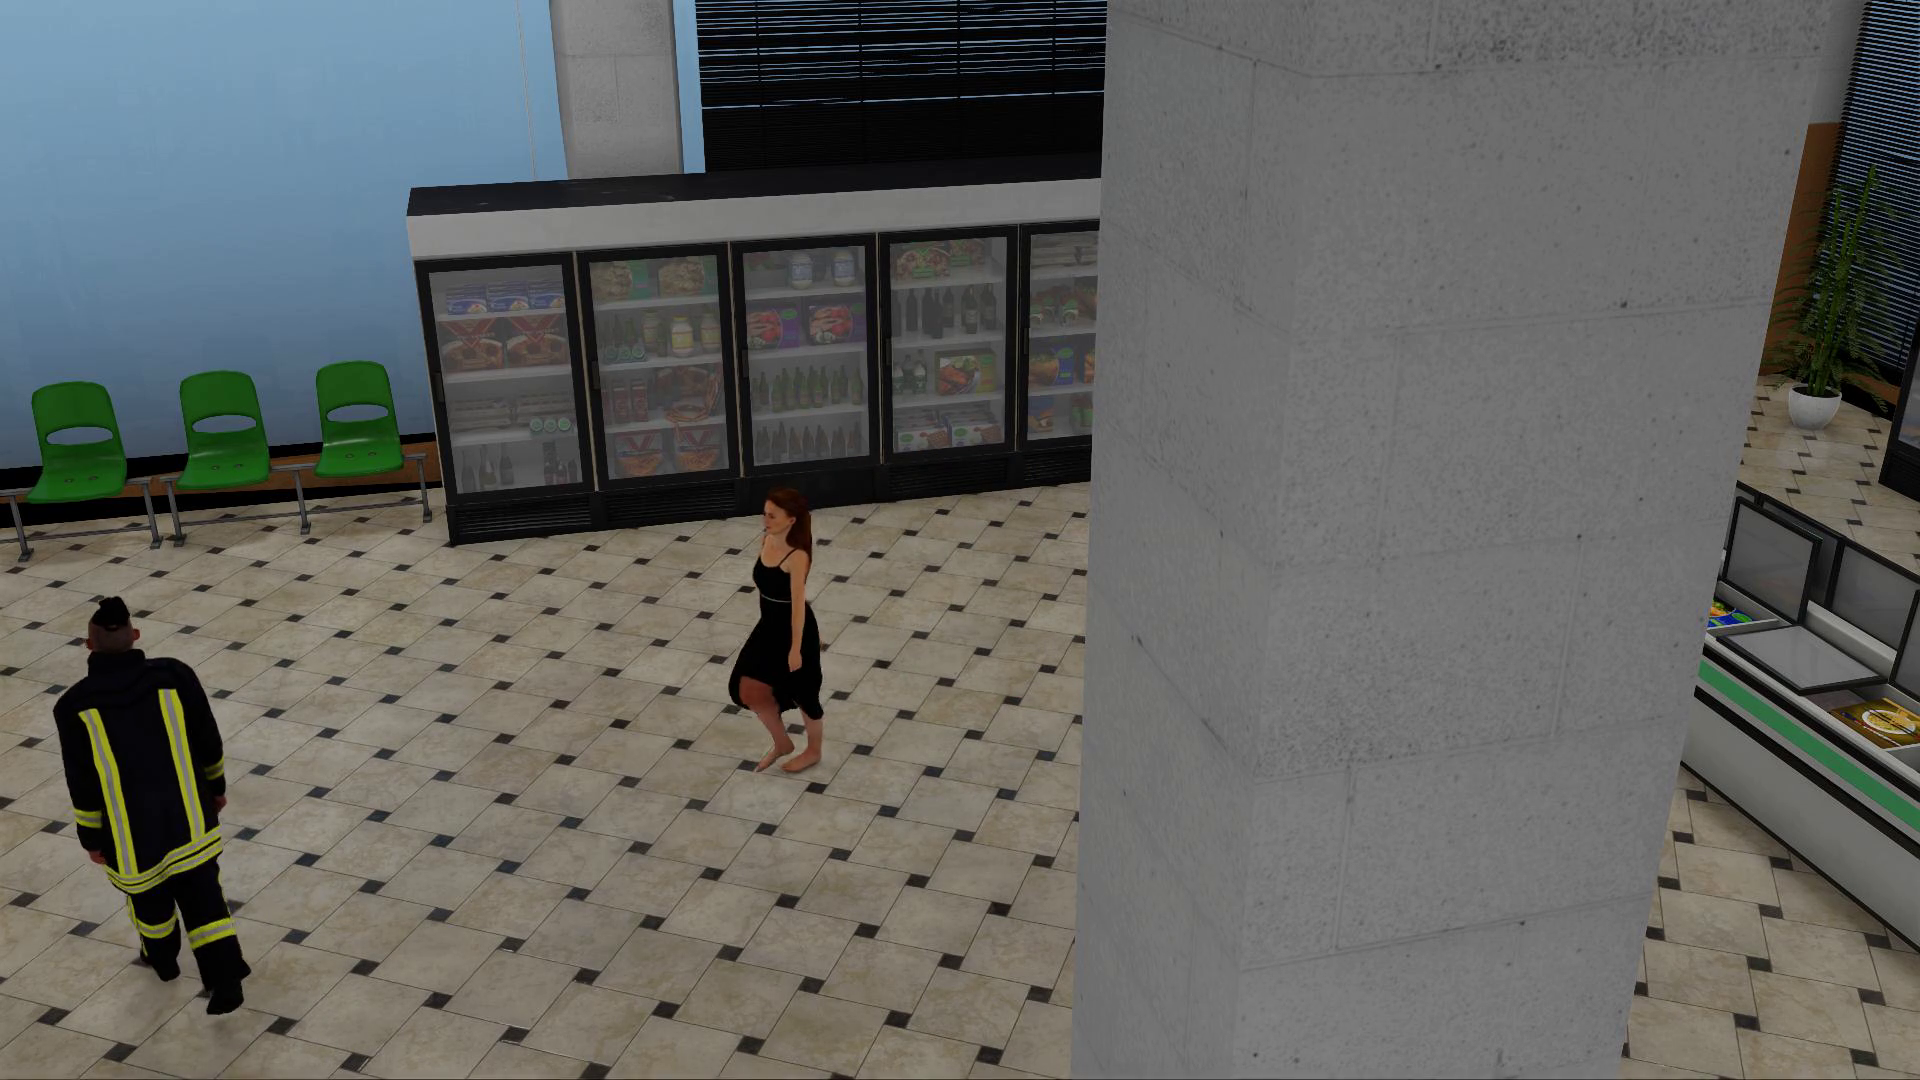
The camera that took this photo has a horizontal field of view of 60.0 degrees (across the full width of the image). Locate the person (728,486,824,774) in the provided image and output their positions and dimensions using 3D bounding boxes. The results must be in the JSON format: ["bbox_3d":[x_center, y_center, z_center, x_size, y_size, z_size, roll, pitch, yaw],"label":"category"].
[{"bbox_3d":[-0.811,0.462,8.536,0.766,1.612,0.706,-17,29,-34],"label":"person"}]

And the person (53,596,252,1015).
[{"bbox_3d":[-3.257,1.127,6.743,1.004,1.830,1.185,-18,29,-35],"label":"person"}]
